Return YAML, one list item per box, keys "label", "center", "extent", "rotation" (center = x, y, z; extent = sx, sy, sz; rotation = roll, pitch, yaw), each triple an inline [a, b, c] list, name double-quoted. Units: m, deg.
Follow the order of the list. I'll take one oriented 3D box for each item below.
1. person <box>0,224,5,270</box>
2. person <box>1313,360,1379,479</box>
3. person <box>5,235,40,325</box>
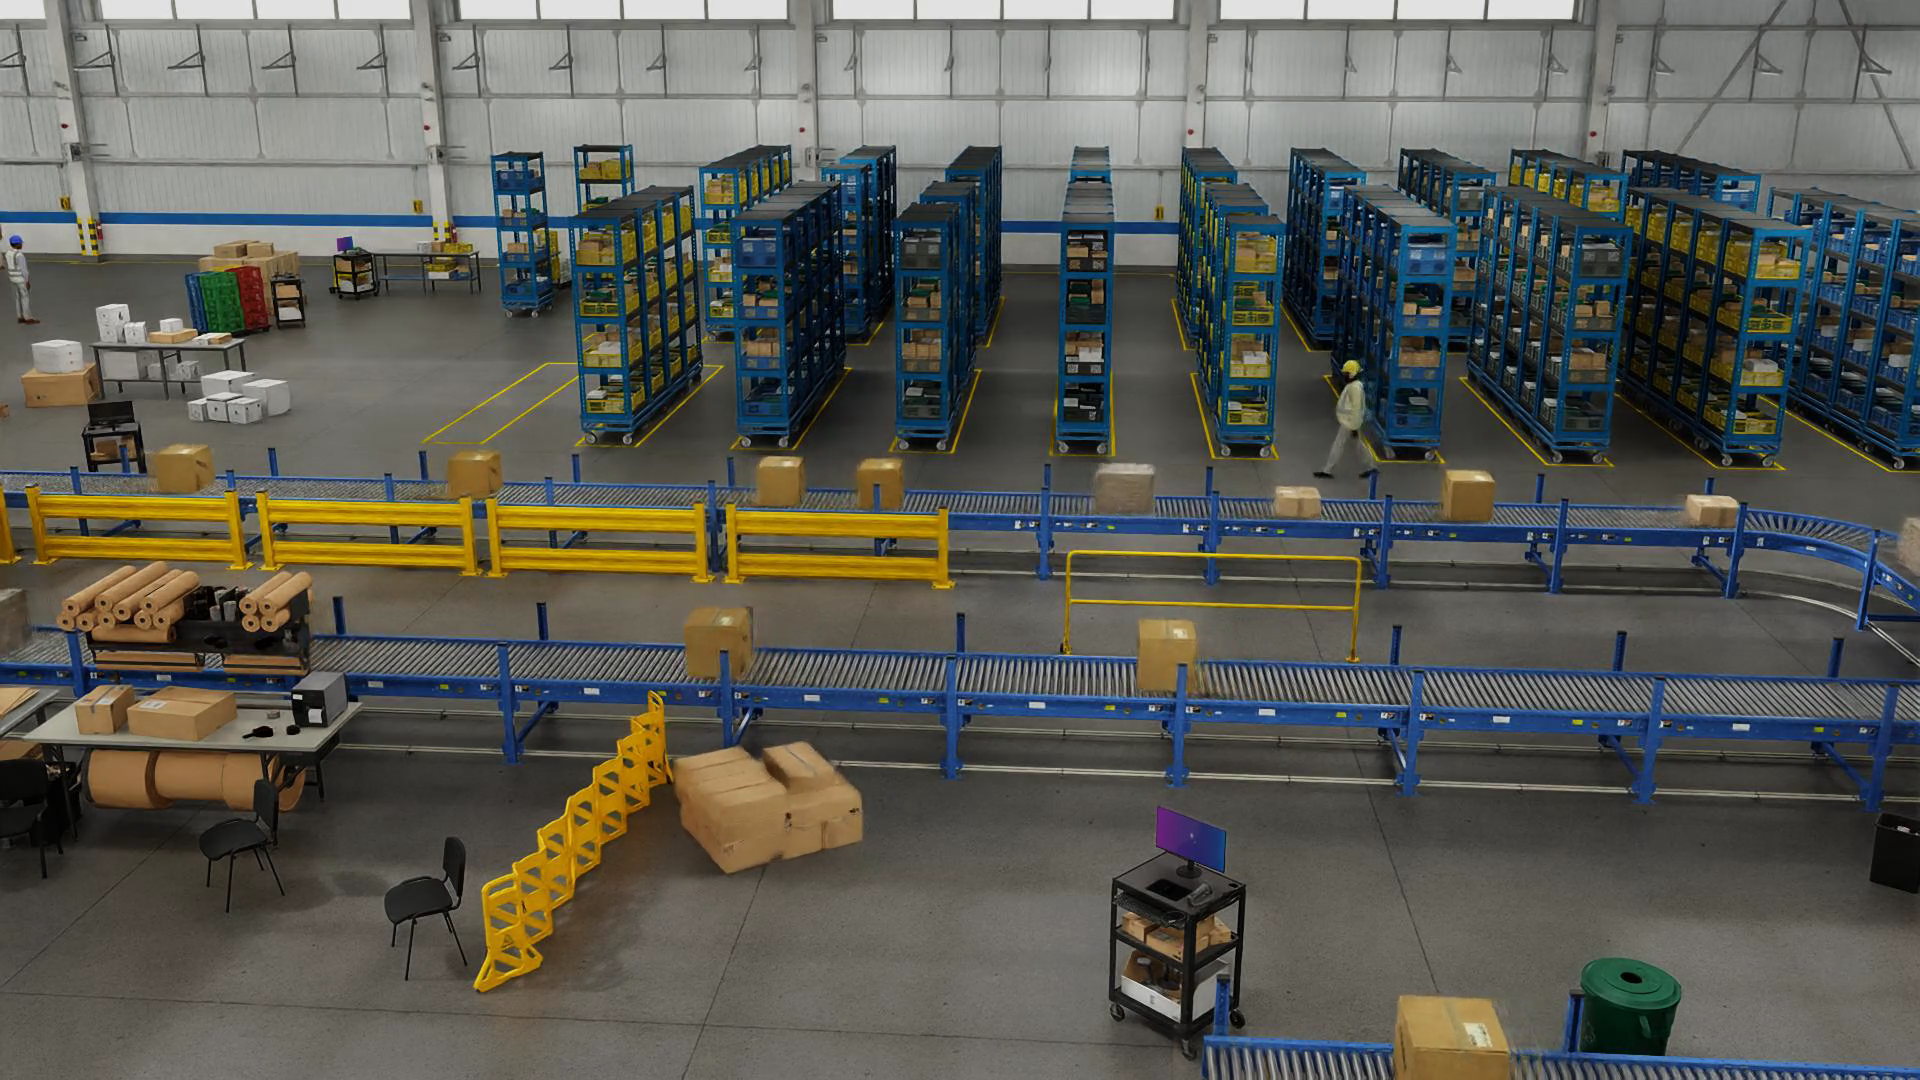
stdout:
- label: "person"
  center: [-25.830, -8.170, 44.219]
  extent: [0.622, 1.992, 0.397]
  rotation: [-12, 21, -33]
- label: "person"
  center: [5.700, -1.744, 24.175]
  extent: [0.932, 1.789, 0.608]
  rotation: [4, 18, 12]
- label: "person"
  center: [-20.600, -5.703, 36.472]
  extent: [0.614, 1.943, 0.396]
  rotation: [11, 20, 31]
